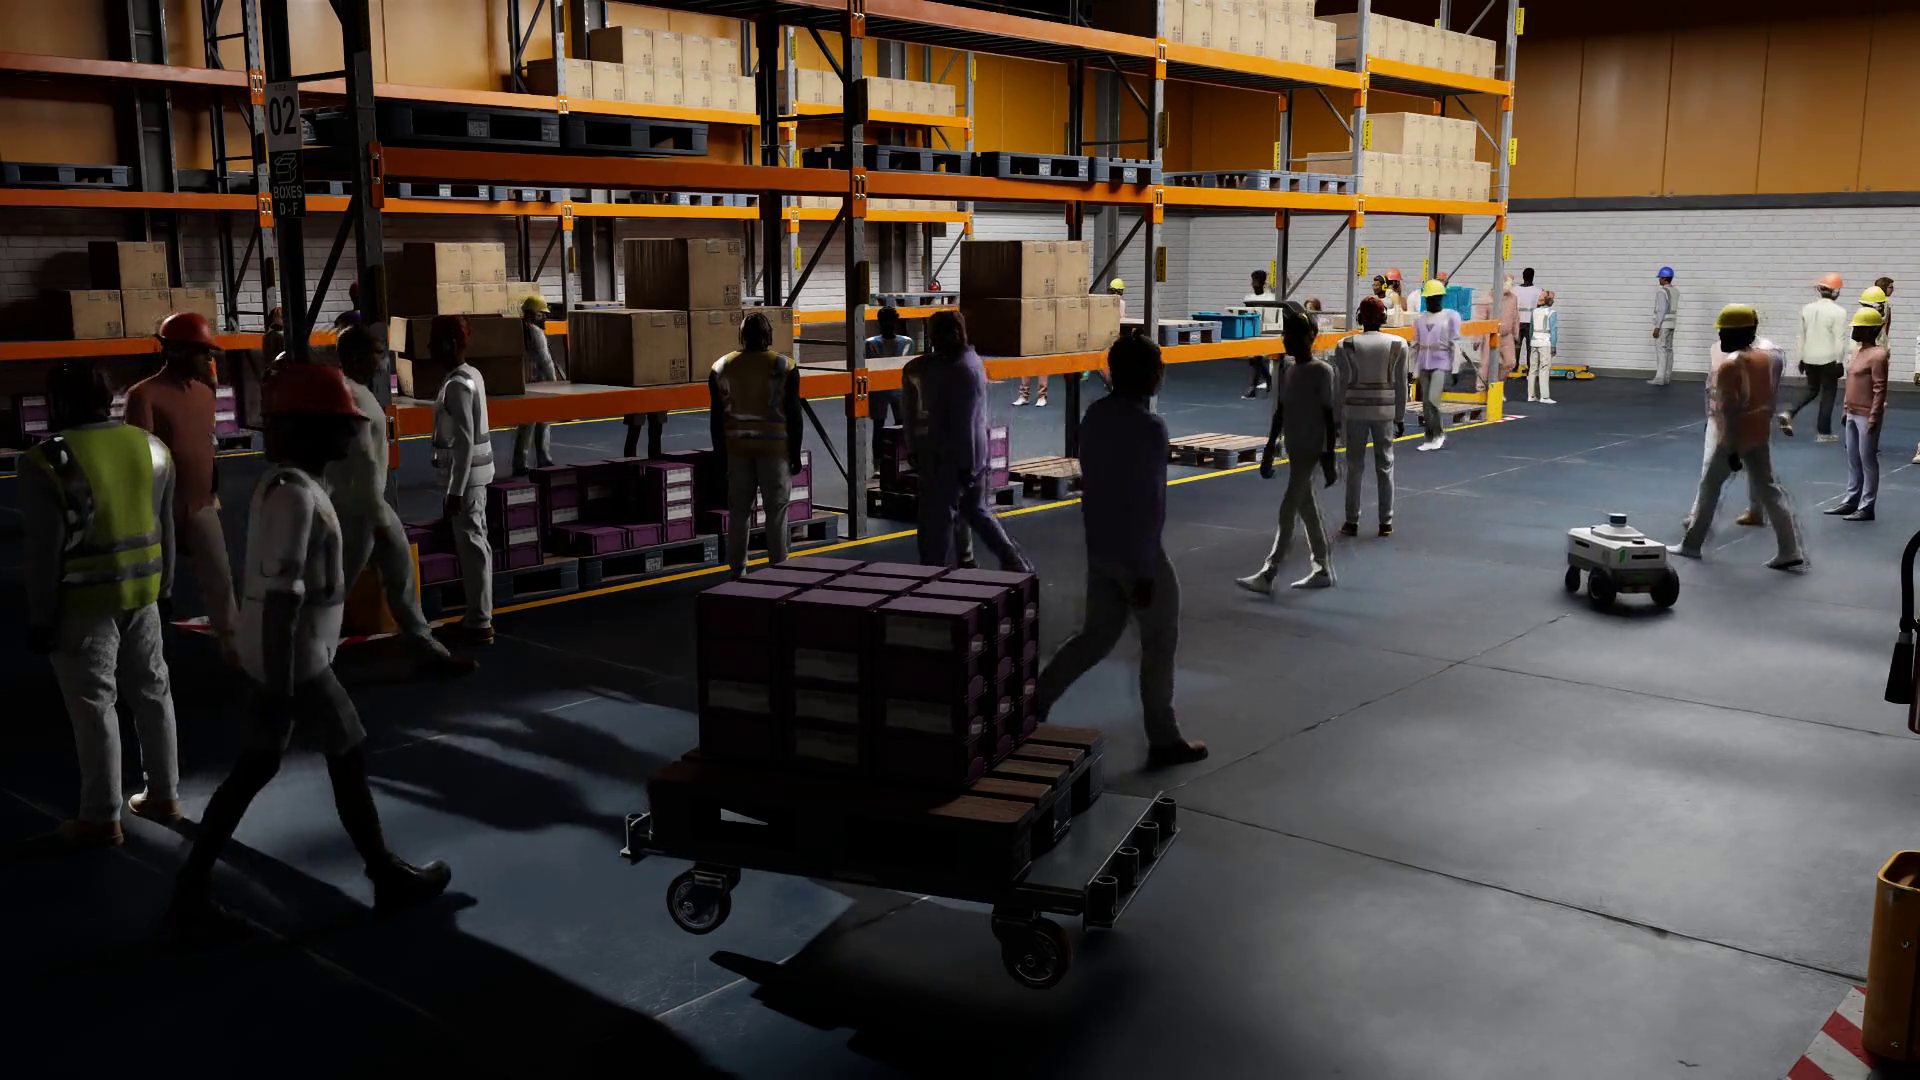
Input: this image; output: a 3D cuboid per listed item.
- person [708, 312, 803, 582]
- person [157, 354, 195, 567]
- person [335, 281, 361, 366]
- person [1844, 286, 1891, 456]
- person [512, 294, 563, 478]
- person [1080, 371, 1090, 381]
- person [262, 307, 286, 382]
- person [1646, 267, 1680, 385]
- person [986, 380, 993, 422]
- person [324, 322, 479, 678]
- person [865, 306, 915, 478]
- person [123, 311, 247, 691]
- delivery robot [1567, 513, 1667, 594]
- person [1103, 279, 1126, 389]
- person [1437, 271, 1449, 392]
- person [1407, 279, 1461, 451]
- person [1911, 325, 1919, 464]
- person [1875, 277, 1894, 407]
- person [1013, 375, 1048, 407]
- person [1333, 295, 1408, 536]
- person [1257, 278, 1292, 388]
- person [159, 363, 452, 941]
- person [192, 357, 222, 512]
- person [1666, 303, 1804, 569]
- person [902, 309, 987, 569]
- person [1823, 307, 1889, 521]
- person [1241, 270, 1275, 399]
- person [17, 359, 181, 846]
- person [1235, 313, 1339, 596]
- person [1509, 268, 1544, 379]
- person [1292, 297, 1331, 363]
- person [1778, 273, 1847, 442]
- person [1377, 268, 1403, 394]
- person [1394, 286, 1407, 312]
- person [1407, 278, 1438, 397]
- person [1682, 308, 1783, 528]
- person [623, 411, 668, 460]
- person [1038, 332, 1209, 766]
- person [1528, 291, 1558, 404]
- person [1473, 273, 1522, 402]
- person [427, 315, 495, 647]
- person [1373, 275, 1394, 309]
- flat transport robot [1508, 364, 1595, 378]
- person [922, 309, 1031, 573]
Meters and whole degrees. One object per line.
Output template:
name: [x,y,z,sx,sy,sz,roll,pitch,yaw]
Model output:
person: [-1.336,-0.580,11.011,0.626,1.836,0.428,2,10,11]
person: [-5.501,-0.625,11.824,0.278,1.634,0.497,-9,13,-41]
person: [-6.254,-1.752,17.423,0.547,1.929,0.411,4,11,23]
person: [9.944,-1.849,18.213,0.403,1.837,0.591,2,10,13]
person: [-4.172,-1.525,16.485,0.732,1.799,0.600,-6,12,-32]
person: [2.033,-3.581,28.282,0.315,1.769,0.525,-9,13,-41]
person: [-7.297,-1.688,17.900,0.497,1.629,0.277,7,12,34]
person: [11.651,-3.541,27.532,0.394,1.945,0.618,10,14,44]
person: [0.265,-2.274,21.269,0.438,1.620,0.506,-1,10,-8]
person: [-3.081,-0.164,8.497,1.032,1.890,0.650,-3,10,-16]
person: [-0.692,-1.444,16.327,0.538,1.695,0.319,-2,10,-12]
person: [-3.991,-0.182,8.459,1.032,1.933,0.703,4,11,23]
delivery robot: [4.201,0.073,10.651,0.477,0.478,0.707,-1,10,-7]
person: [2.484,-3.284,26.587,0.322,1.769,0.523,-7,12,-35]
person: [7.381,-3.202,25.733,0.509,1.906,0.548,-6,12,-31]
person: [5.227,-1.922,18.421,0.438,1.907,0.609,-7,12,-36]
person: [10.253,-1.786,17.270,0.612,2.043,0.374,7,12,33]
person: [13.052,-2.814,23.684,0.336,1.844,0.508,1,10,7]
person: [1.031,-2.854,23.743,0.655,1.905,0.407,6,12,30]
person: [3.209,-0.964,13.037,0.573,1.886,0.357,1,10,8]
person: [5.264,-3.355,26.867,0.884,1.825,0.581,-1,10,-5]
person: [-2.211,0.376,5.446,0.928,1.892,0.548,-6,11,-29]
person: [-6.544,-1.063,14.138,0.541,1.695,0.315,4,11,21]
person: [5.574,-0.736,11.818,0.589,1.877,1.011,-6,11,-29]
person: [-0.101,-0.675,11.533,0.592,1.837,0.404,2,10,13]
person: [7.484,-1.042,13.822,0.326,1.769,0.524,1,10,4]
person: [4.535,-3.095,25.018,0.805,1.944,0.608,-8,13,-38]
person: [-3.277,0.235,6.335,0.429,1.841,0.633,4,11,24]
person: [2.120,-0.544,10.832,0.889,1.822,0.538,-4,11,-19]
person: [9.733,-3.720,28.634,0.598,1.917,0.378,5,11,28]
person: [4.633,-2.381,21.884,0.520,1.616,0.645,6,12,33]
person: [9.956,-2.110,19.306,0.680,1.975,0.620,-3,11,-19]
person: [6.676,-3.232,25.804,0.354,1.939,0.544,-3,10,-18]
person: [8.059,-3.936,30.772,0.517,1.599,0.823,-1,10,-5]
person: [7.060,-3.098,25.116,0.644,1.913,0.408,0,10,-2]
person: [6.247,-0.973,13.376,0.940,1.794,0.649,-7,12,-34]
person: [-2.804,-1.369,14.923,0.605,2.036,0.383,-9,13,-42]
person: [0.640,0.065,7.125,0.891,1.914,0.637,-4,11,-22]
person: [8.483,-2.804,24.221,0.314,1.637,0.514,-4,11,-22]
person: [7.880,-2.950,24.340,0.749,1.887,0.403,-3,10,-16]
person: [-2.833,-0.333,9.456,0.355,1.883,0.572,-2,10,-10]
person: [5.967,-2.832,23.716,0.328,1.872,0.509,-3,10,-18]
flat transport robot: [10.217,-2.941,28.888,1.431,0.197,0.652,2,10,11]
person: [0.046,-0.565,10.814,0.863,1.873,0.648,1,10,6]
